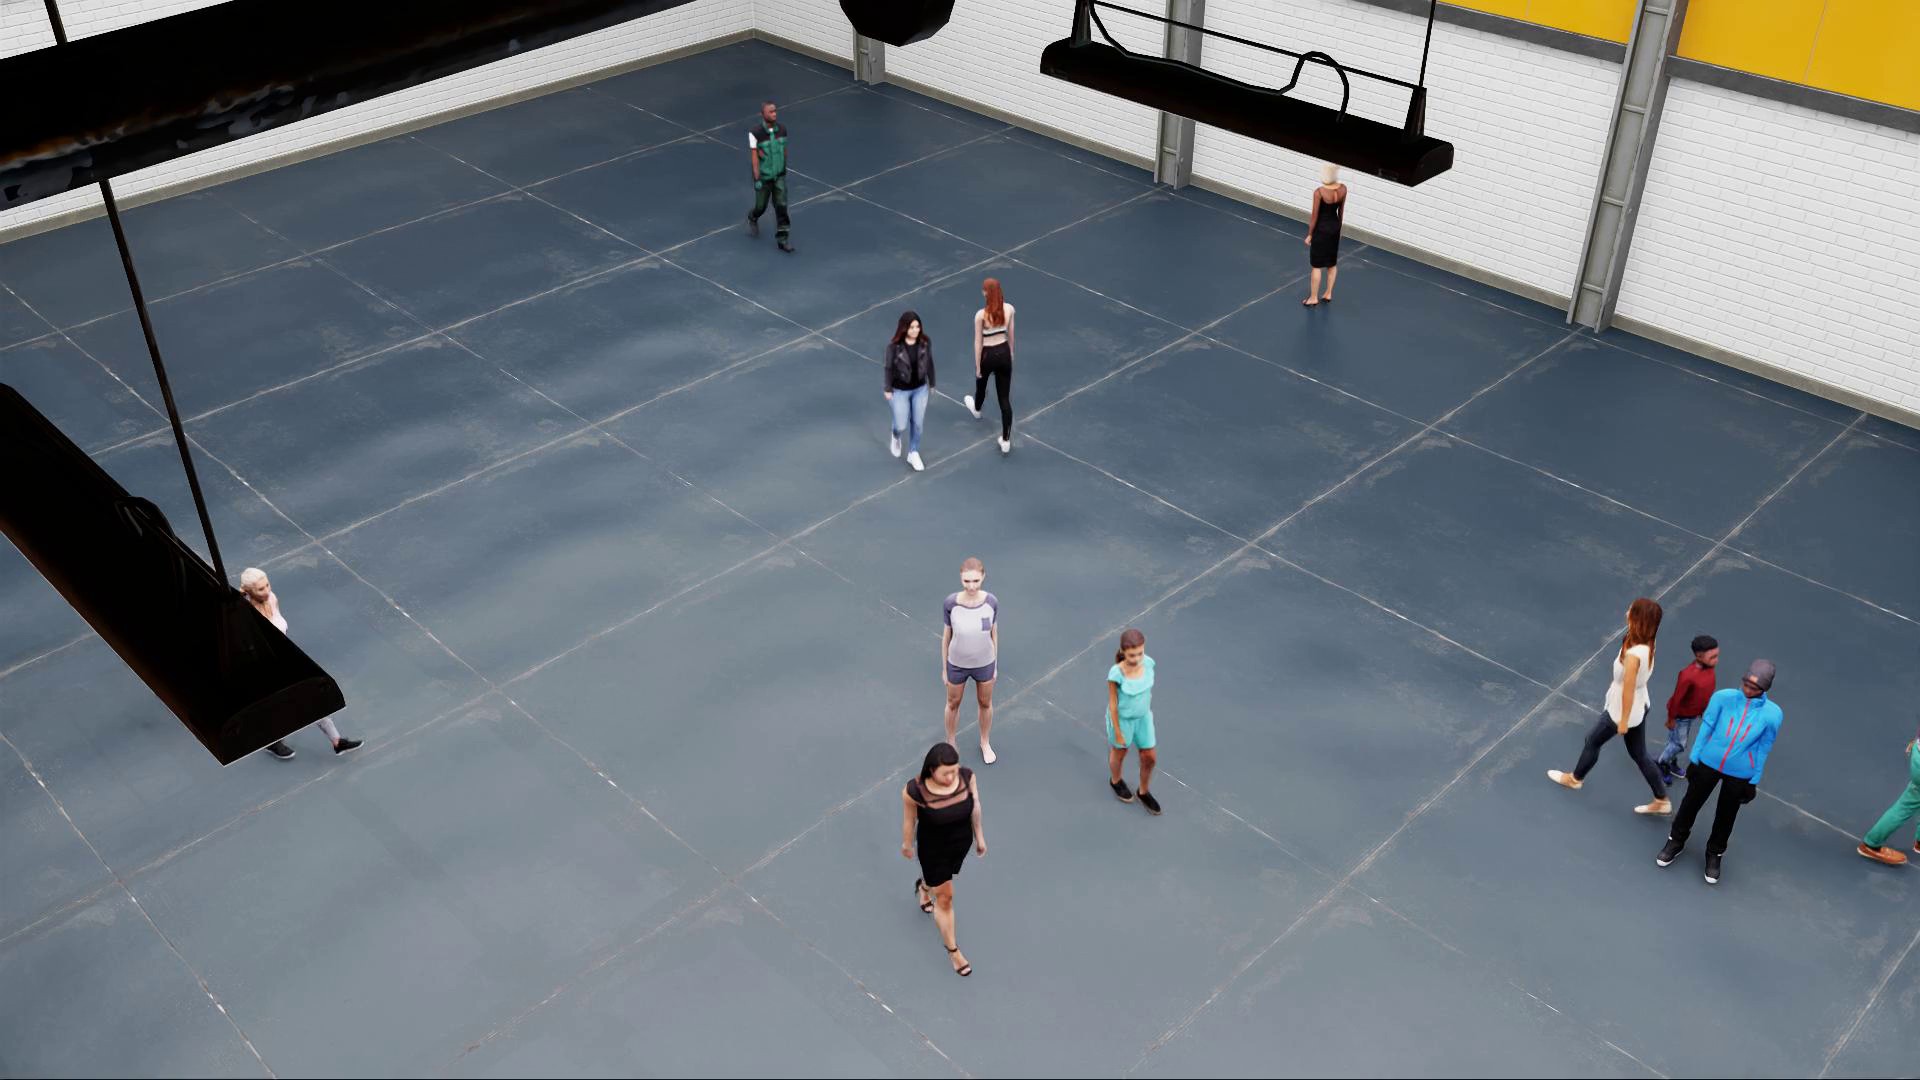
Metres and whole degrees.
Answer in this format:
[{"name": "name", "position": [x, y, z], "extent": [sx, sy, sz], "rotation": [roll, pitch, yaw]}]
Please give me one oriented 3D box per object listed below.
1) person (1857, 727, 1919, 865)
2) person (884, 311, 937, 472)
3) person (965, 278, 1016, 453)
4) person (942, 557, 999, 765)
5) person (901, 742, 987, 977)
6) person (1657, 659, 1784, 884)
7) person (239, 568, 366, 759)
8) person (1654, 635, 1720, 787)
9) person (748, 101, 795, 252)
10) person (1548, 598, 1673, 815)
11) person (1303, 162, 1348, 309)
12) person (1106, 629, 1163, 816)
[{"name": "person", "position": [6.472, 1.491, 11.241], "extent": [1.014, 1.751, 0.885], "rotation": [11, 35, 17]}, {"name": "person", "position": [-0.510, -1.443, 15.773], "extent": [0.769, 1.620, 0.799], "rotation": [-12, 36, -18]}, {"name": "person", "position": [0.374, -1.649, 16.016], "extent": [0.951, 1.694, 1.262], "rotation": [-12, 35, -17]}, {"name": "person", "position": [0.079, 0.880, 12.145], "extent": [0.685, 1.768, 0.736], "rotation": [-3, 34, -4]}, {"name": "person", "position": [-0.152, 1.917, 10.681], "extent": [0.834, 1.662, 1.133], "rotation": [-16, 37, -23]}, {"name": "person", "position": [5.148, 1.507, 11.171], "extent": [0.559, 1.801, 0.721], "rotation": [19, 38, 26]}, {"name": "person", "position": [-5.077, 0.922, 12.153], "extent": [1.107, 1.688, 0.831], "rotation": [11, 35, 16]}, {"name": "person", "position": [5.250, 1.200, 12.132], "extent": [0.545, 1.248, 0.523], "rotation": [-21, 39, -28]}, {"name": "person", "position": [-2.343, -4.407, 20.055], "extent": [0.816, 1.816, 1.159], "rotation": [-21, 39, -28]}, {"name": "person", "position": [4.769, 1.222, 11.649], "extent": [1.129, 1.747, 0.692], "rotation": [23, 40, 30]}, {"name": "person", "position": [4.102, -3.432, 18.654], "extent": [0.658, 1.744, 0.644], "rotation": [-13, 36, -18]}, {"name": "person", "position": [1.155, 1.222, 11.832], "extent": [0.676, 1.544, 0.787], "rotation": [-15, 37, -22]}]
